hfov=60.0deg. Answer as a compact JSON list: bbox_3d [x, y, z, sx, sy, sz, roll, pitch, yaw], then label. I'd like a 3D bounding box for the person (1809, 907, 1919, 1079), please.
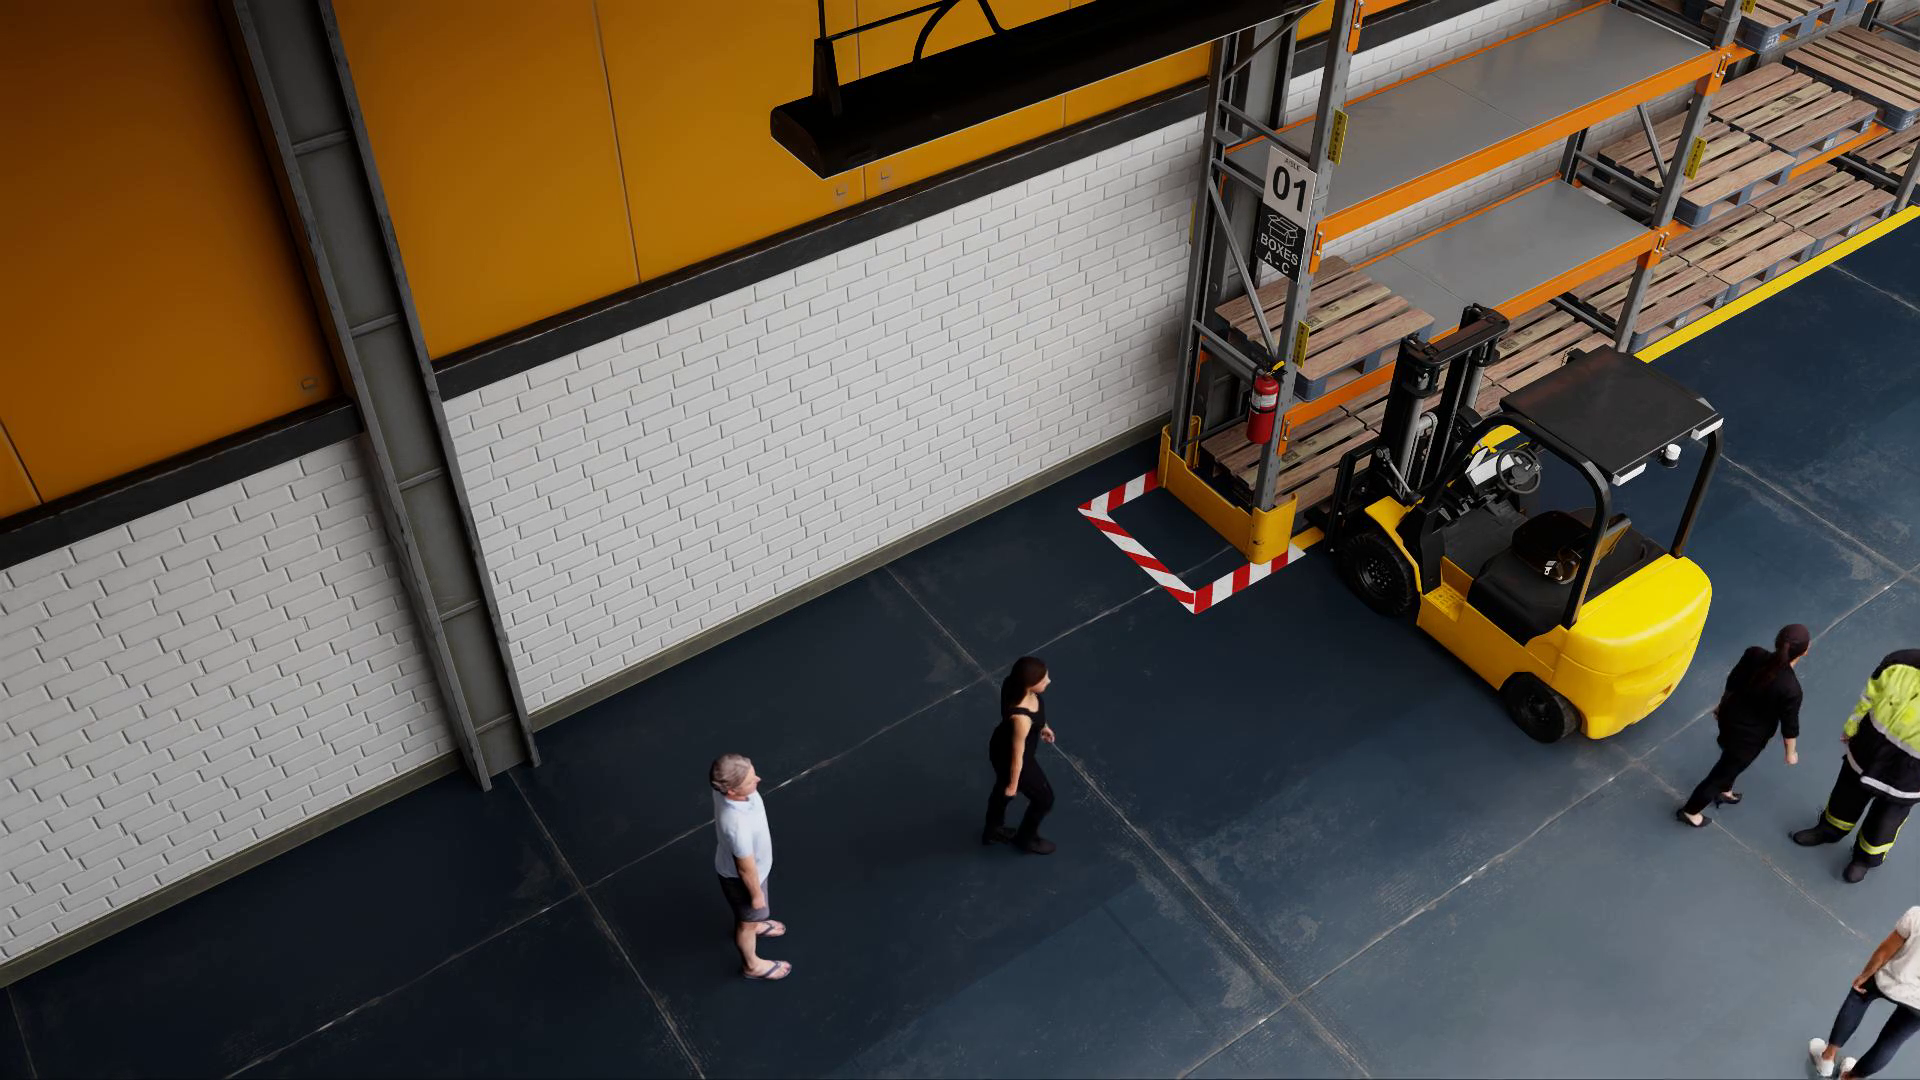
[{"bbox_3d":[4.795,2.356,8.443,0.685,1.799,0.702,22,48,21],"label":"person"}]

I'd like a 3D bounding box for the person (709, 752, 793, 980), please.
[{"bbox_3d":[-1.189,1.754,9.051,0.729,1.833,0.737,-6,44,-6],"label":"person"}]

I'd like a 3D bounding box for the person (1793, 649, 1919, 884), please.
[{"bbox_3d":[5.393,1.192,9.534,0.621,1.979,0.770,-23,48,-22],"label":"person"}]

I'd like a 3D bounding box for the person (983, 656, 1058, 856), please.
[{"bbox_3d":[0.248,1.269,9.677,0.803,1.672,0.745,-5,44,-5],"label":"person"}]

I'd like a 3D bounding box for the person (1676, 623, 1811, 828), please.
[{"bbox_3d":[4.551,1.138,9.839,0.870,1.638,0.797,-5,44,-5],"label":"person"}]
